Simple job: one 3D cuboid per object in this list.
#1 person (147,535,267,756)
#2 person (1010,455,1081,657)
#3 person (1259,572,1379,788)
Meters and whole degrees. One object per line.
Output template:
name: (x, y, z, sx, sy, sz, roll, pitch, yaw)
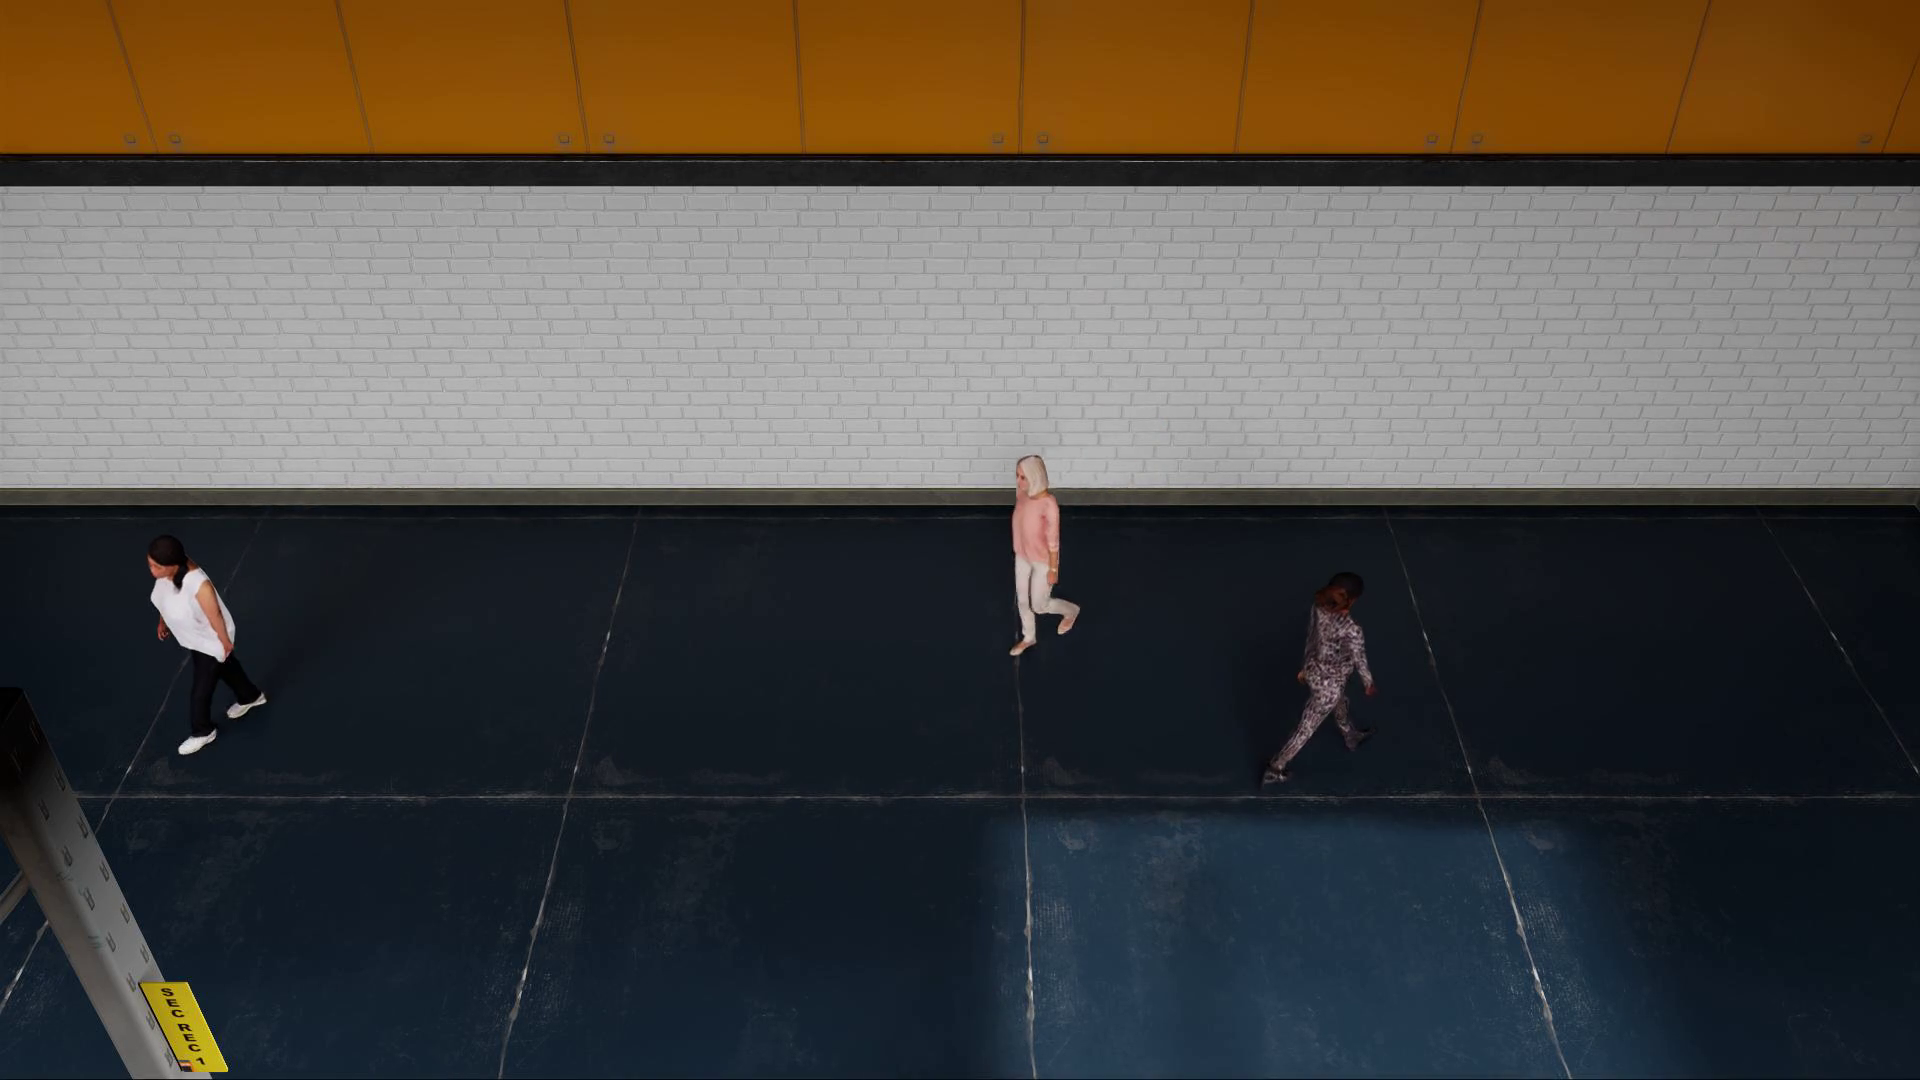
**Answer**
person: (-4.956, 0.588, 11.017, 1.031, 1.661, 0.984, -28, 46, -30)
person: (0.603, 0.087, 11.602, 0.908, 1.713, 0.868, -23, 44, -26)
person: (2.244, 0.950, 10.567, 0.947, 1.657, 1.168, -15, 41, -18)
